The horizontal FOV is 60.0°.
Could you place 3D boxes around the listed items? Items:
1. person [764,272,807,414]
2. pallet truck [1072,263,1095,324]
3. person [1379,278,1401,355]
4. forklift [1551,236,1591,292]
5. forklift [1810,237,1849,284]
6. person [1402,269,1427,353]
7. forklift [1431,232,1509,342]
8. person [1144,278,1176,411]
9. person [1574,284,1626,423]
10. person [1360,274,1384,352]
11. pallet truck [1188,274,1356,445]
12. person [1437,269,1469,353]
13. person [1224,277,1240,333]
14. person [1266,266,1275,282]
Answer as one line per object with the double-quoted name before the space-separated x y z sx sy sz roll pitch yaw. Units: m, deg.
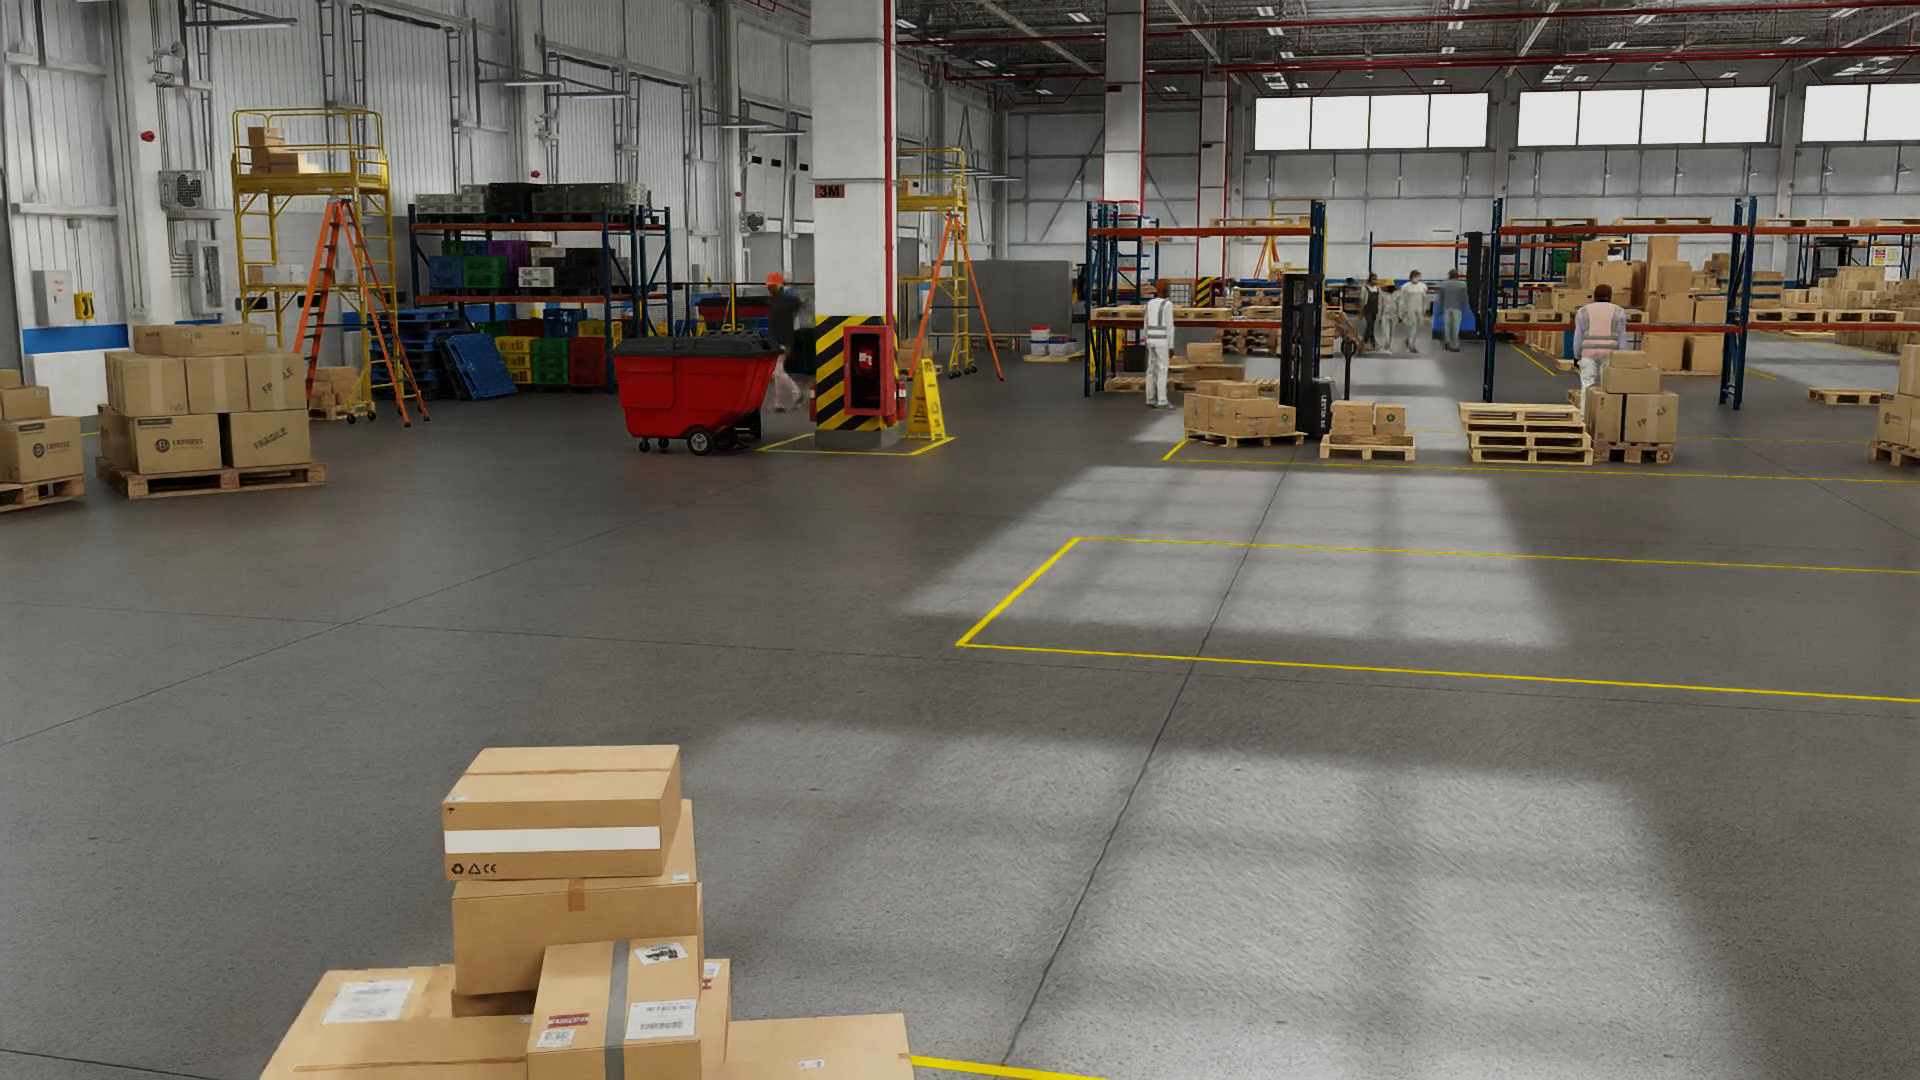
"person" -2.486 -2.721 23.085 0.488 1.982 0.632 -4 10 -21
"pallet truck" 4.325 -8.180 55.162 0.823 1.965 1.885 6 11 31
"person" 9.671 -5.045 37.523 0.485 1.713 0.830 -1 10 -6
"forklift" 19.392 -8.069 51.914 1.873 2.768 1.129 2 10 14
"forklift" 27.372 -8.164 52.473 1.129 2.768 1.873 2 10 14
"person" 10.408 -5.247 38.136 0.639 1.914 0.570 -3 10 -15
"forklift" 13.183 -6.527 42.836 1.873 2.768 1.129 2 10 14
"person" 2.841 -2.769 23.640 0.352 1.881 0.576 -6 11 -31
"person" 8.207 -2.359 21.359 0.627 1.839 0.429 4 10 22
"person" 9.597 -5.268 38.586 0.527 1.797 0.955 -4 11 -24
"pallet truck" 3.653 -2.138 19.590 1.885 1.965 0.823 -4 10 -20
"person" 11.349 -5.270 38.256 0.744 1.917 0.464 6 11 31
"person" 7.489 -6.404 45.761 0.523 1.638 0.311 7 12 36
"person" 11.042 -8.731 58.689 0.718 1.908 0.584 0 10 3
